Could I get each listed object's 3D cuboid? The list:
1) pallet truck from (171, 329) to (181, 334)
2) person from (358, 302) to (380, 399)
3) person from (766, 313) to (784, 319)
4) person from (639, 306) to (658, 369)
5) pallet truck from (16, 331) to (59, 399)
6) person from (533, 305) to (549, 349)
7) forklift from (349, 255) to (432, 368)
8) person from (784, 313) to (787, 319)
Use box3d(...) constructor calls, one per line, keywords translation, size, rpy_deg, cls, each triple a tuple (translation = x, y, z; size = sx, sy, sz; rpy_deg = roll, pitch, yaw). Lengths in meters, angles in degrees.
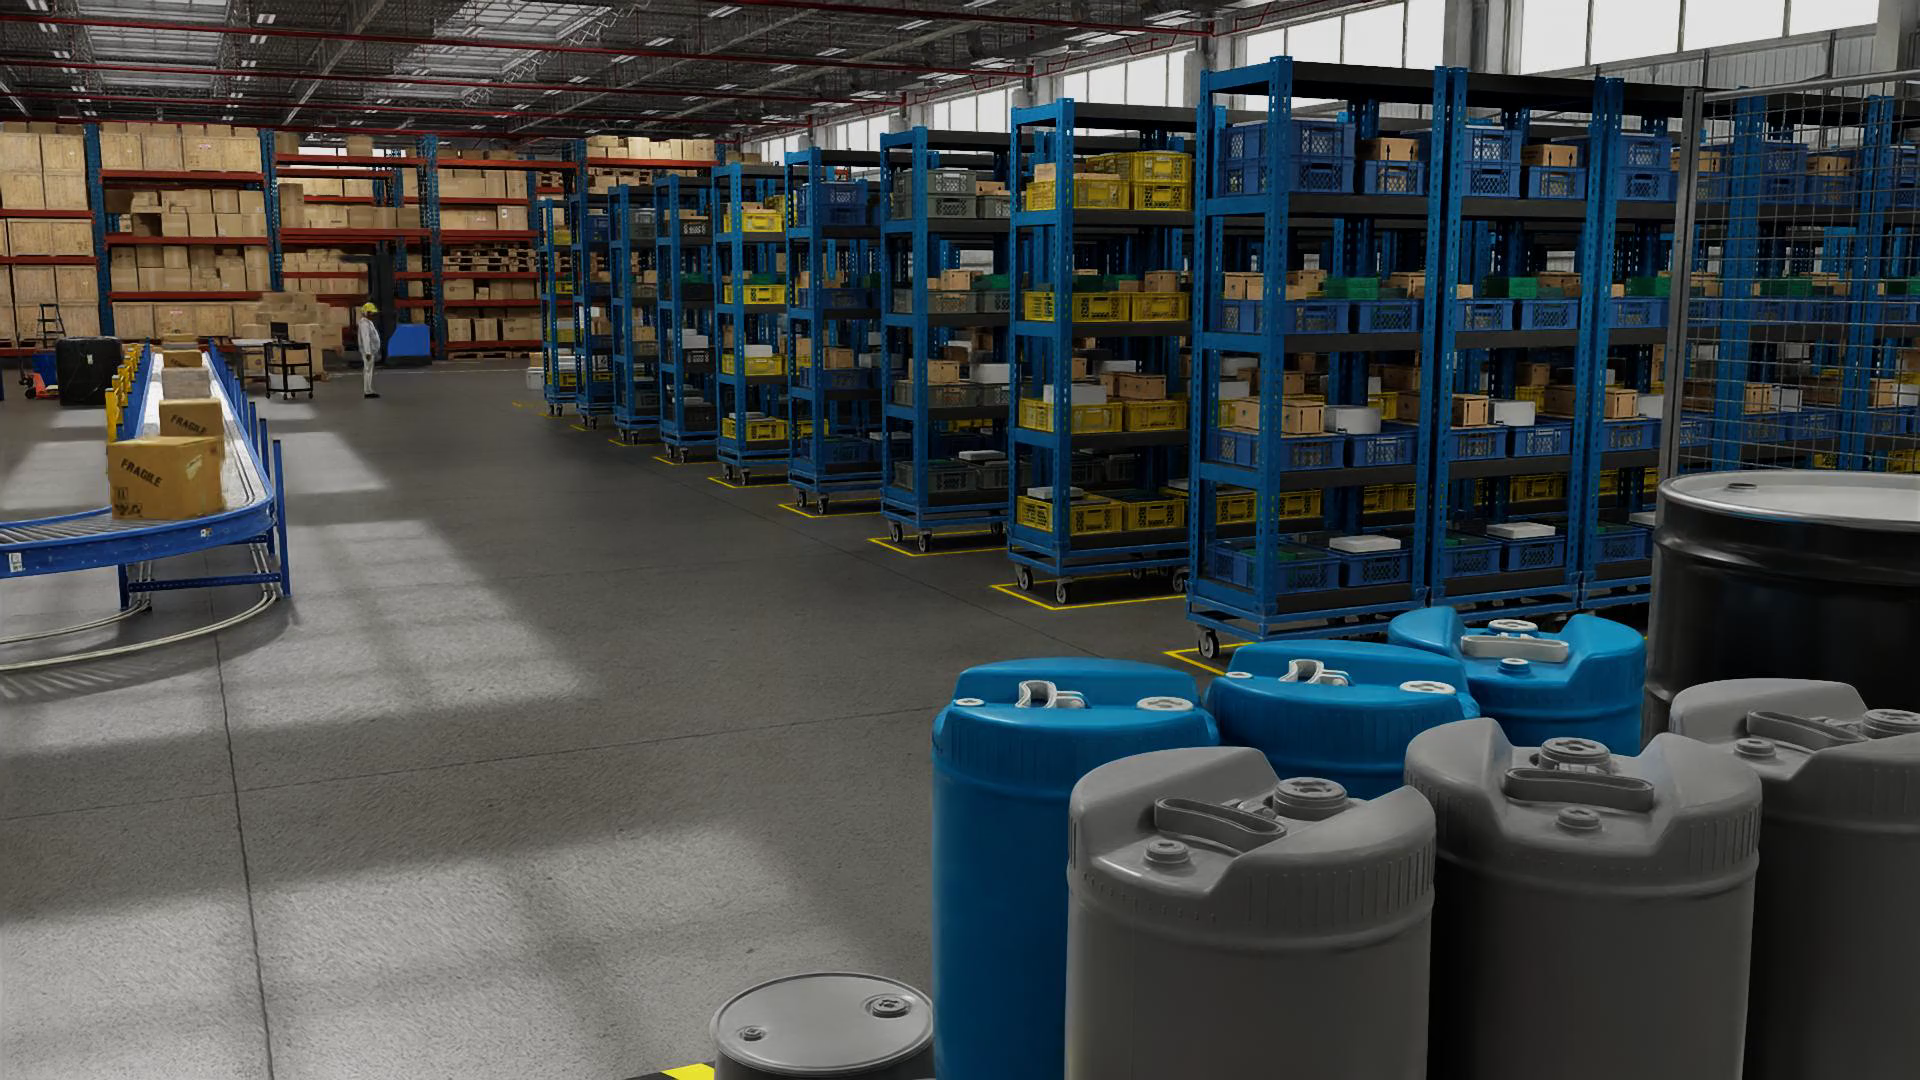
box3d(translation=(-17.275, -3.851, 35.096), size=(1.601, 1.201, 0.680), rpy_deg=(0, 9, 1), cls="pallet truck")
box3d(translation=(-11.265, -3.610, 31.732), size=(0.403, 1.827, 0.600), rpy_deg=(-3, 10, -16), cls="person")
box3d(translation=(-4.742, -5.297, 42.497), size=(0.571, 1.731, 0.395), rpy_deg=(2, 9, 12), cls="person")
box3d(translation=(-6.573, -4.209, 35.502), size=(0.567, 1.810, 0.516), rpy_deg=(3, 10, 17), cls="person")
box3d(translation=(-17.082, -3.353, 31.781), size=(1.630, 1.274, 0.653), rpy_deg=(-4, 10, -25), cls="pallet truck")
box3d(translation=(-12.419, -6.474, 49.453), size=(1.013, 1.853, 0.658), rpy_deg=(-4, 10, -23), cls="person")
box3d(translation=(-14.335, -5.736, 41.675), size=(1.873, 2.768, 1.129), rpy_deg=(-4, 10, -25), cls="forklift")
box3d(translation=(-3.511, -4.313, 35.967), size=(0.641, 1.878, 0.836), rpy_deg=(5, 10, 28), cls="person")
